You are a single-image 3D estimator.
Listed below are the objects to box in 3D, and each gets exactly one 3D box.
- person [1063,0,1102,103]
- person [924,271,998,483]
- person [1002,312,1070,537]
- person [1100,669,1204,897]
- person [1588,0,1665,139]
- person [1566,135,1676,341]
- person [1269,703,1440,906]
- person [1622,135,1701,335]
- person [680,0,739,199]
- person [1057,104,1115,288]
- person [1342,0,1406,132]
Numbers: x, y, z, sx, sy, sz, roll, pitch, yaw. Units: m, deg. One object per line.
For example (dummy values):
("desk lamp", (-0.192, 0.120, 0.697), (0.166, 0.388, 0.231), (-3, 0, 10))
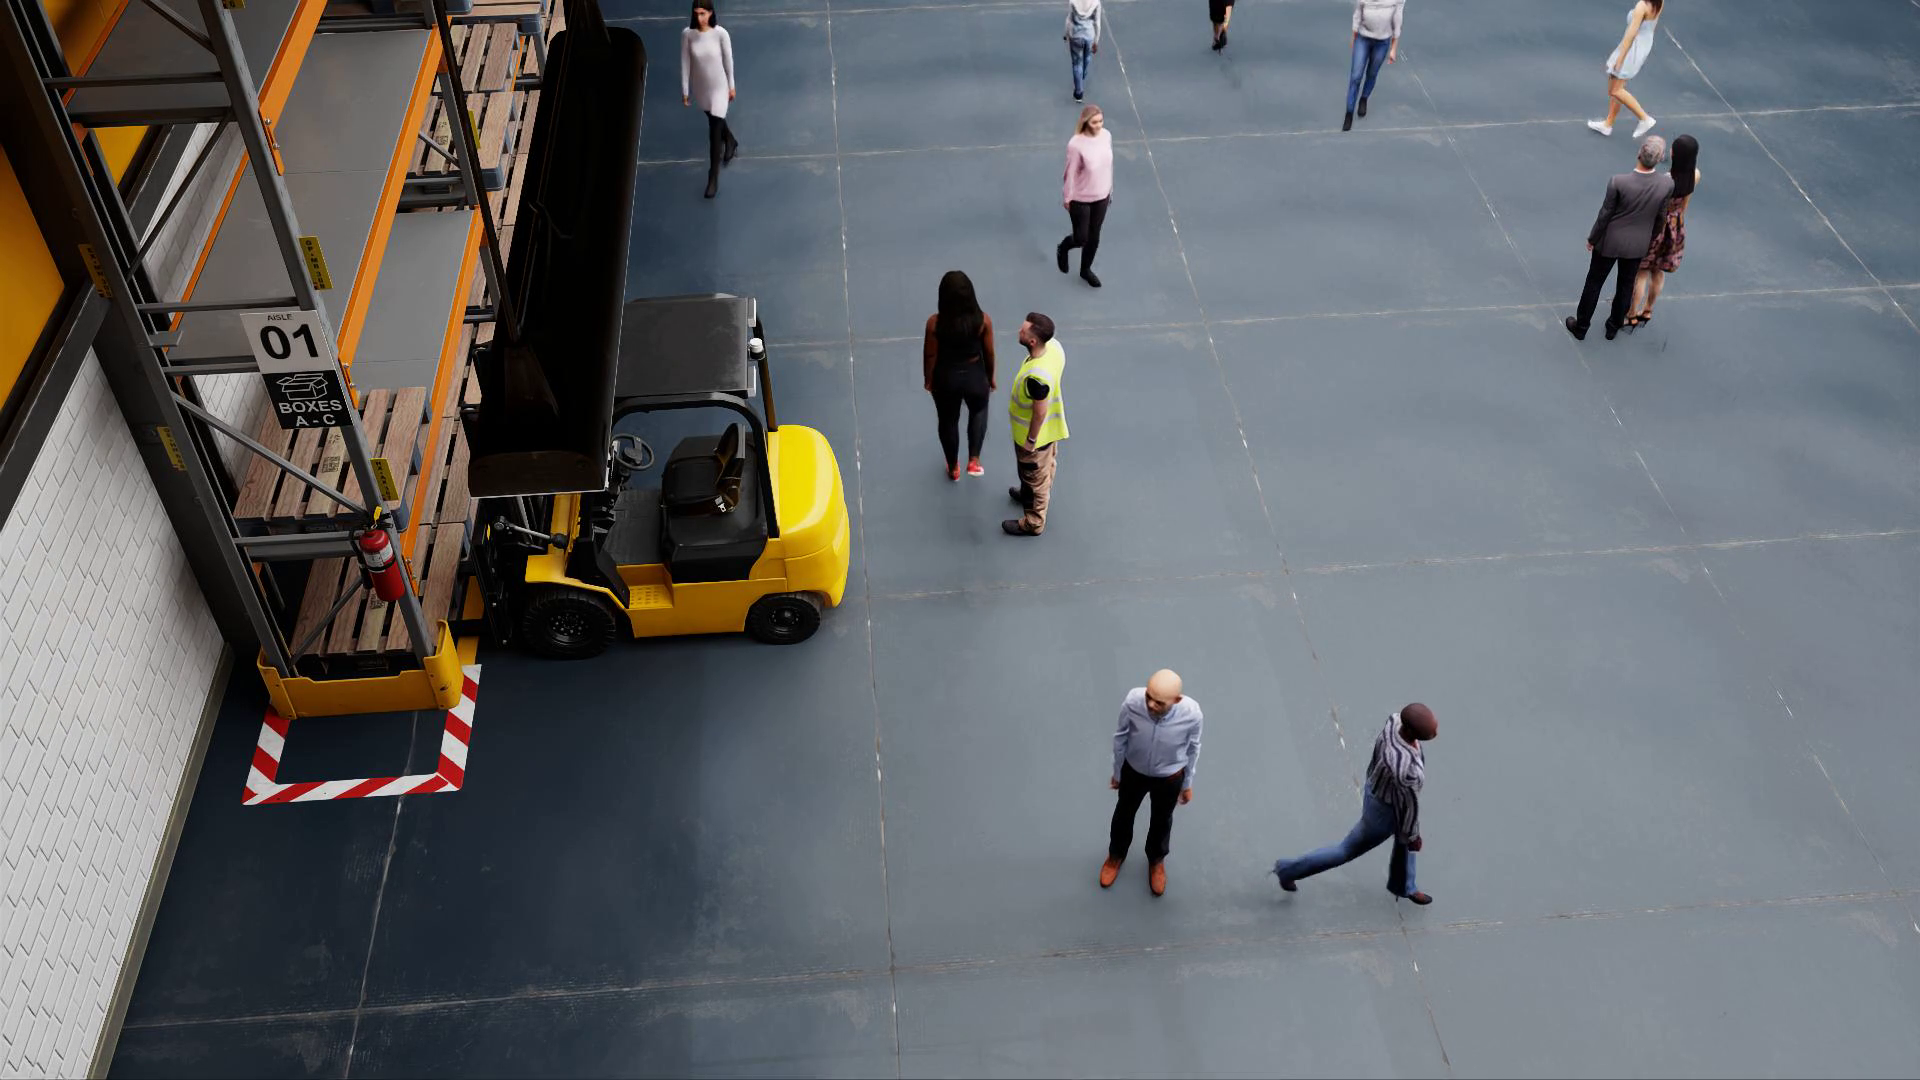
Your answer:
("person", (1.203, -4.940, 16.420), (0.497, 1.228, 0.852), (-2, 44, -2))
("person", (0.004, -1.100, 11.973), (0.688, 1.802, 0.693), (-1, 44, -1))
("person", (0.523, -0.820, 11.647), (0.864, 1.845, 0.759), (10, 44, 10))
("person", (1.088, 1.331, 9.430), (0.705, 1.789, 0.674), (9, 44, 9))
("person", (6.397, -4.536, 15.640), (0.901, 1.718, 0.983), (-34, 53, -31))
("person", (5.308, -2.409, 13.318), (0.741, 1.842, 0.633), (1, 44, 2))
("person", (2.256, 1.520, 9.267), (0.899, 1.741, 1.194), (6, 44, 6))
("person", (5.632, -2.465, 13.426), (0.755, 1.774, 0.777), (-17, 46, -17))
("person", (-2.244, -4.136, 15.189), (0.865, 1.761, 1.249), (8, 44, 8))
("person", (1.033, -2.929, 13.982), (0.766, 1.678, 0.846), (-25, 49, -24))
("person", (3.974, -4.797, 15.997), (0.770, 1.604, 0.978), (7, 44, 8))
